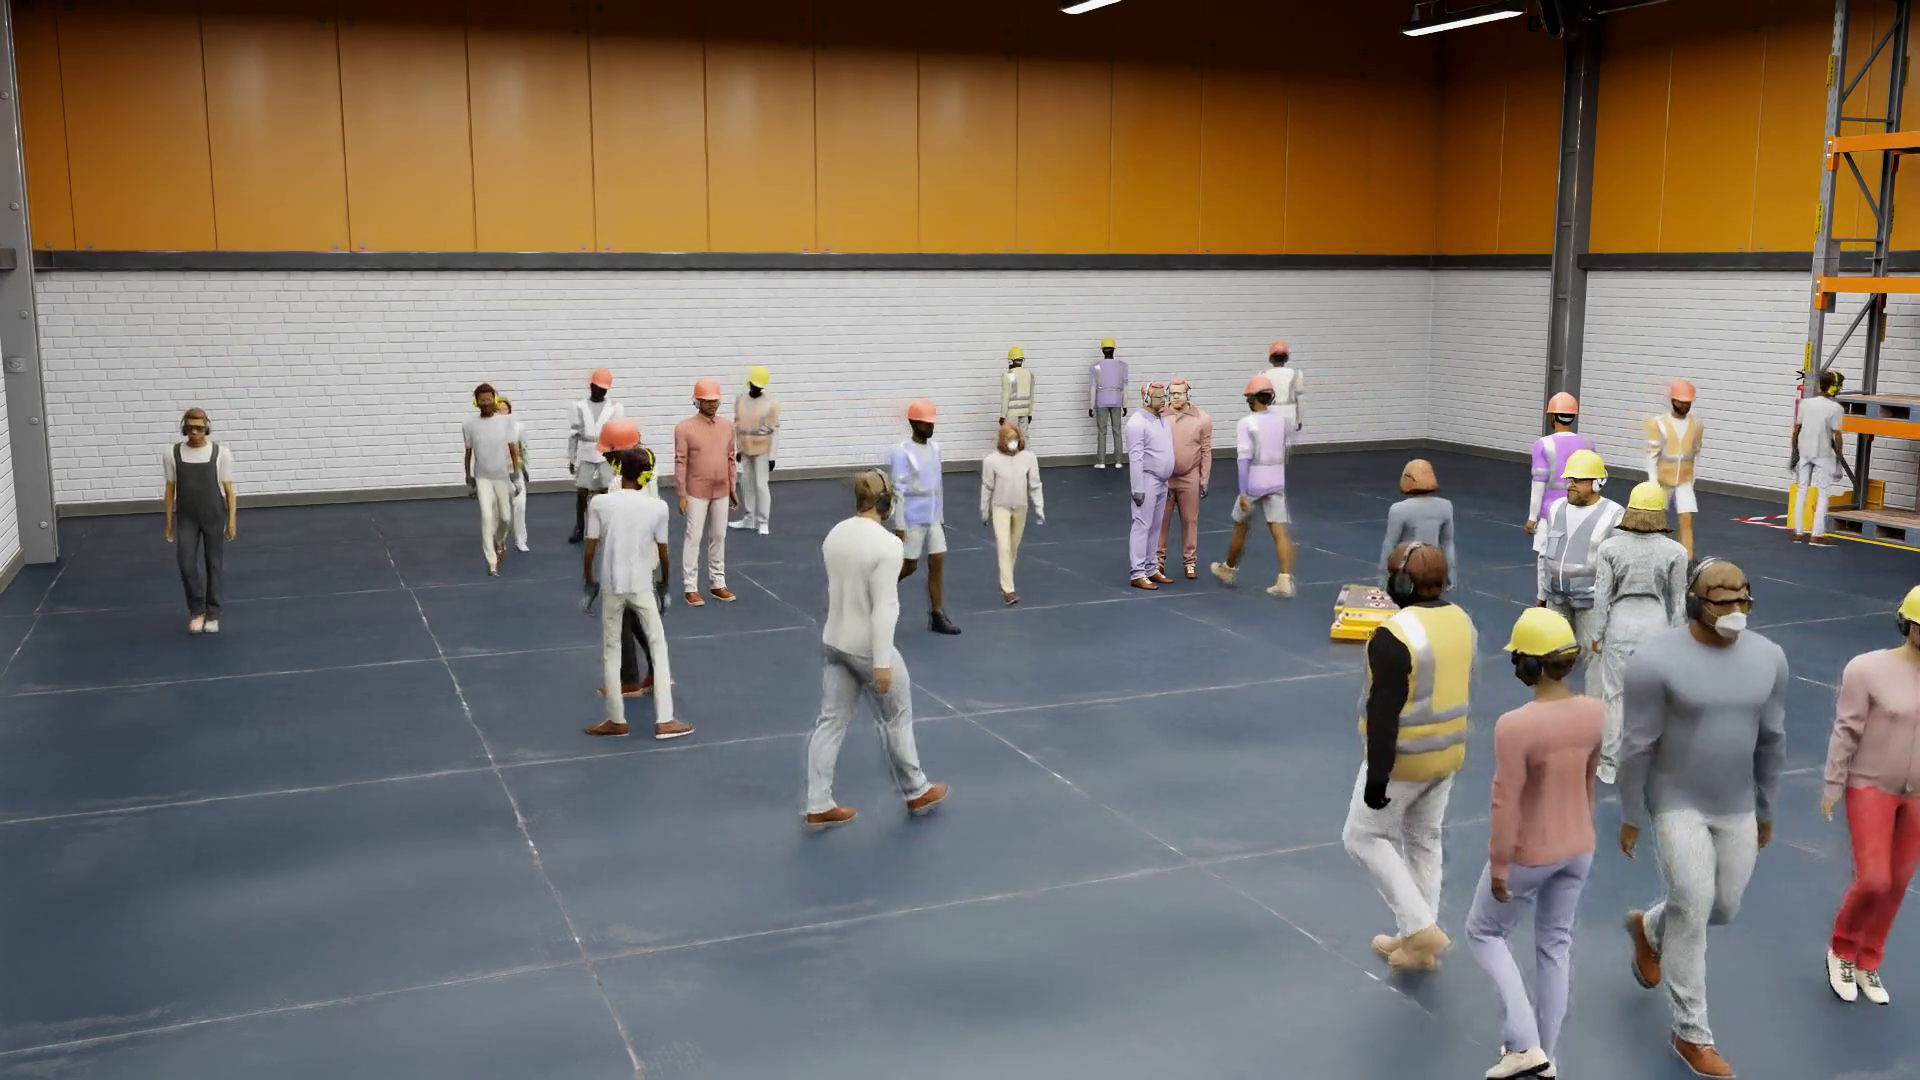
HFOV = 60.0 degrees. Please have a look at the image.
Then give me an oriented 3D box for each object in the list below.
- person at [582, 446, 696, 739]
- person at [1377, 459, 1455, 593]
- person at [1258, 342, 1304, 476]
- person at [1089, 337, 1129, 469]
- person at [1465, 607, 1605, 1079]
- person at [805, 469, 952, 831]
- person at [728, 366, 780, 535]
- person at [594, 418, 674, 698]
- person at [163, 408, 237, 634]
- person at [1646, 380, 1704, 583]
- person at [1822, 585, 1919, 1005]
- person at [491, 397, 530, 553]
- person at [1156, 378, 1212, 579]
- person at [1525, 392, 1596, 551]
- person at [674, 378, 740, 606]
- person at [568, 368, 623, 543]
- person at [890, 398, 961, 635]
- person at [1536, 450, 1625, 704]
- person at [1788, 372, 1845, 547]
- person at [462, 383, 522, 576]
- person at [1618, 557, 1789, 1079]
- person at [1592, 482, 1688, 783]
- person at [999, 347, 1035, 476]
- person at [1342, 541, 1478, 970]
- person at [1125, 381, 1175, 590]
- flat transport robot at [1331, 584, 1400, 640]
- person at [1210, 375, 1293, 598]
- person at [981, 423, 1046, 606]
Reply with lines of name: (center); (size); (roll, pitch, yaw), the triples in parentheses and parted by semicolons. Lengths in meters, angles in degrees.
person: (-2.015, 0.341, 10.386); (0.742, 1.846, 0.447); (-2, 10, -9)
person: (3.173, 0.236, 11.706); (0.520, 1.608, 0.750); (-3, 10, -18)
person: (4.130, -1.568, 21.542); (0.617, 1.980, 1.082); (2, 10, 12)
person: (2.159, -1.984, 24.237); (0.584, 1.919, 0.381); (-1, 9, -5)
person: (2.075, 1.108, 5.990); (0.538, 1.755, 0.346); (-4, 10, -23)
person: (-0.434, 0.570, 8.823); (0.947, 1.894, 0.681); (-8, 12, -39)
person: (-2.278, -0.986, 18.321); (0.730, 1.876, 0.482); (6, 11, 30)
person: (-2.261, 0.132, 11.298); (0.466, 1.951, 0.663); (2, 10, 14)
person: (-6.085, -0.139, 13.318); (0.550, 1.829, 0.512); (-3, 10, -19)
person: (6.723, -0.550, 15.618); (0.550, 1.884, 0.988); (0, 9, 3)
person: (3.731, 1.008, 6.607); (0.537, 1.741, 0.438); (0, 9, 1)
person: (-4.674, -0.660, 17.130); (0.541, 1.609, 0.711); (-5, 11, -29)
person: (2.051, -0.578, 15.750); (0.646, 1.908, 0.408); (2, 10, 11)
person: (4.882, -0.238, 13.597); (0.552, 1.935, 0.373); (-2, 10, -11)
person: (-2.199, -0.425, 14.553); (0.618, 1.993, 0.396); (-8, 12, -39)
person: (-3.840, -0.876, 17.610); (0.585, 1.900, 0.507); (-1, 9, -6)
person: (-0.362, -0.202, 13.454); (0.809, 1.915, 0.560); (8, 12, 40)
person: (3.847, 0.348, 10.363); (0.404, 1.831, 0.600); (-7, 12, -36)
person: (9.073, -0.852, 17.624); (0.476, 1.845, 0.624); (-7, 11, -35)
person: (-4.534, -0.610, 16.119); (0.521, 1.854, 0.745); (-4, 10, -21)
person: (2.758, 0.983, 6.296); (0.634, 1.914, 0.829); (-1, 9, -7)
person: (3.868, 0.535, 9.500); (0.492, 1.742, 0.321); (3, 10, 19)
person: (0.778, -1.794, 23.339); (0.602, 1.830, 0.404); (-8, 12, -40)
person: (1.880, 0.914, 6.941); (0.648, 1.829, 0.433); (-8, 12, -40)
person: (1.773, -0.507, 15.324); (0.407, 1.908, 0.641); (6, 11, 31)
flat transport robot: (3.433, 0.584, 13.652); (0.652, 0.197, 1.431); (3, 10, 17)
person: (2.710, -0.500, 15.049); (0.609, 1.977, 1.095); (-4, 10, -24)
person: (0.464, -0.231, 14.608); (0.509, 1.585, 0.842); (-3, 10, -19)
